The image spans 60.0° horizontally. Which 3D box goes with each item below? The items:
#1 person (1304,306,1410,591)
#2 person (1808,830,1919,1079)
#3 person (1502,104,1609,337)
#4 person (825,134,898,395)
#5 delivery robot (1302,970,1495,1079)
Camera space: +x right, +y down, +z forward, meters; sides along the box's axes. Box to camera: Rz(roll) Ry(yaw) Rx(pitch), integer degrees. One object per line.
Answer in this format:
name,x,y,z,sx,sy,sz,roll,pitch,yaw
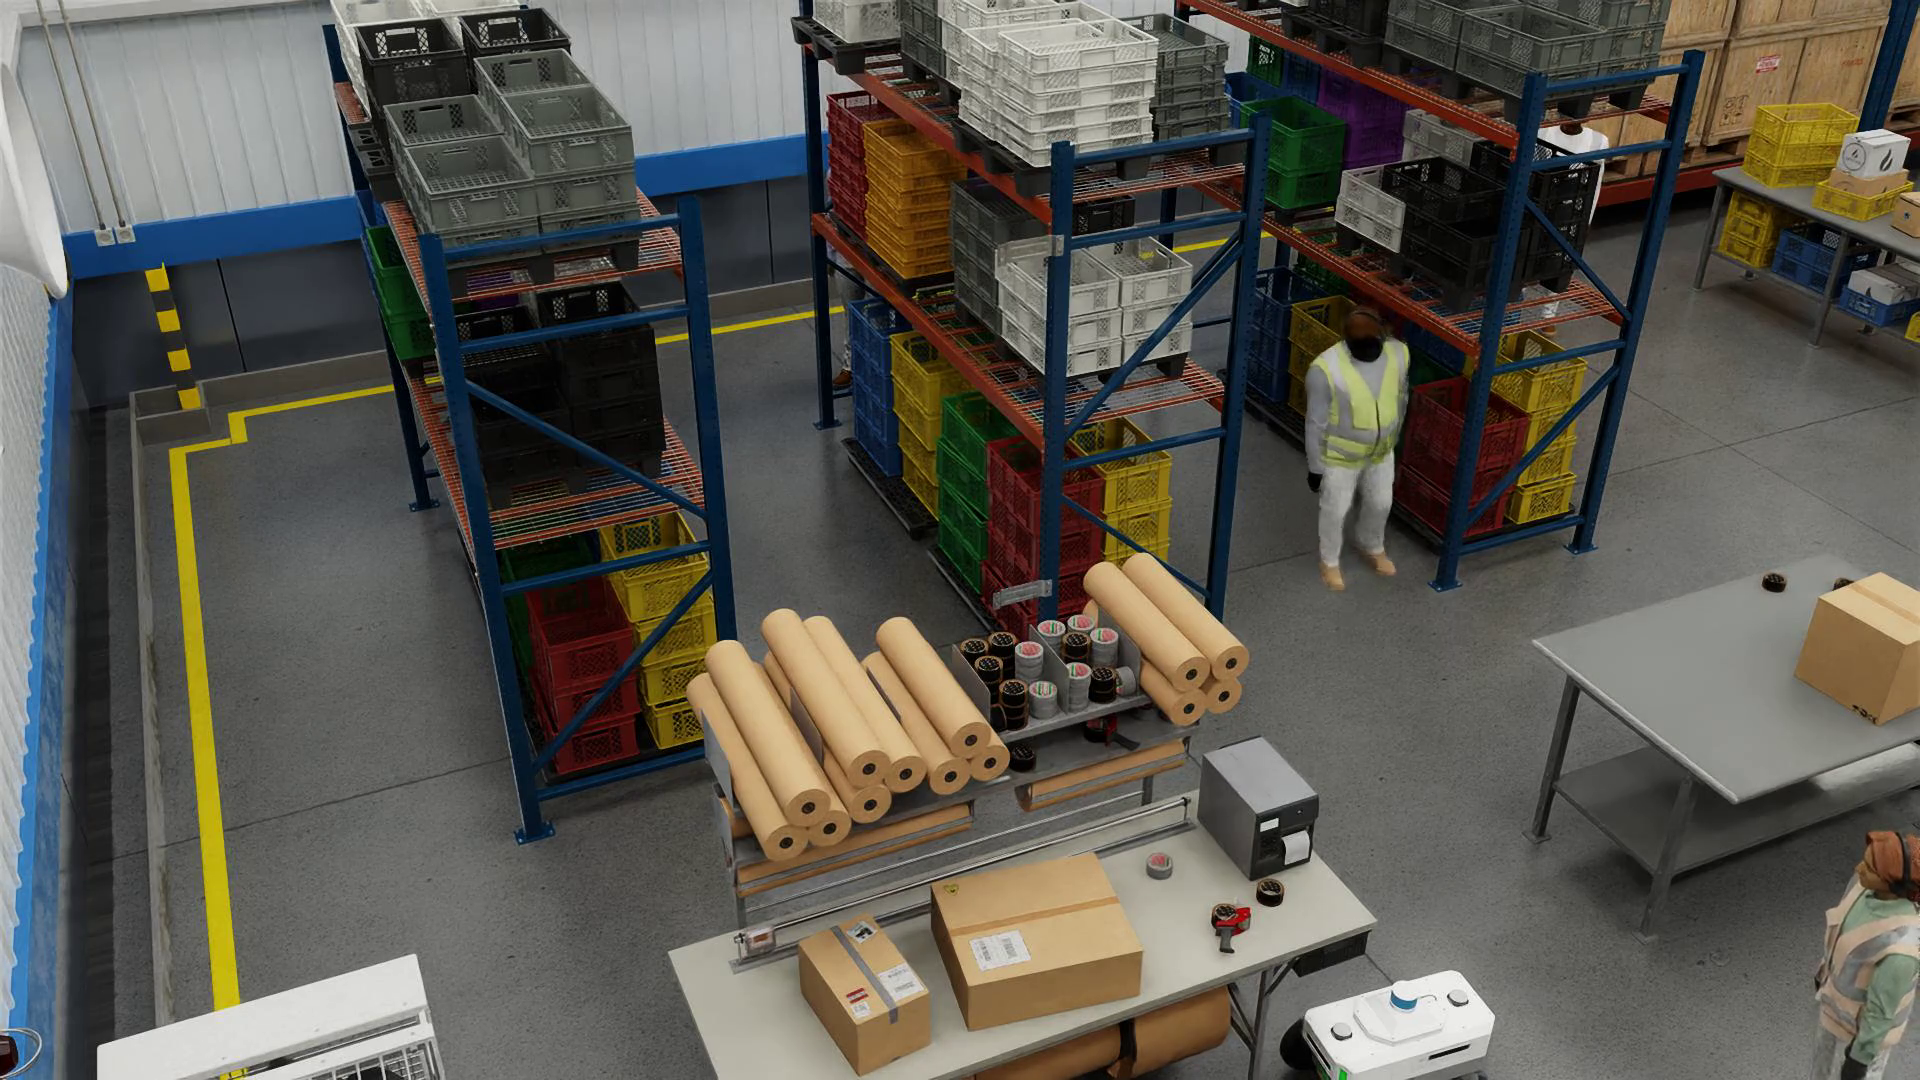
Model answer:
person,2.201,-0.498,9.308,0.672,1.802,0.436,-11,33,-17
person,3.178,1.685,5.926,0.322,1.626,0.529,7,32,11
person,4.415,-2.424,12.356,0.575,1.881,0.360,10,33,16
person,-0.656,-1.930,11.501,0.629,1.940,0.372,14,34,21
delivery robot,1.702,1.921,6.470,0.707,0.478,0.477,-10,33,-16
